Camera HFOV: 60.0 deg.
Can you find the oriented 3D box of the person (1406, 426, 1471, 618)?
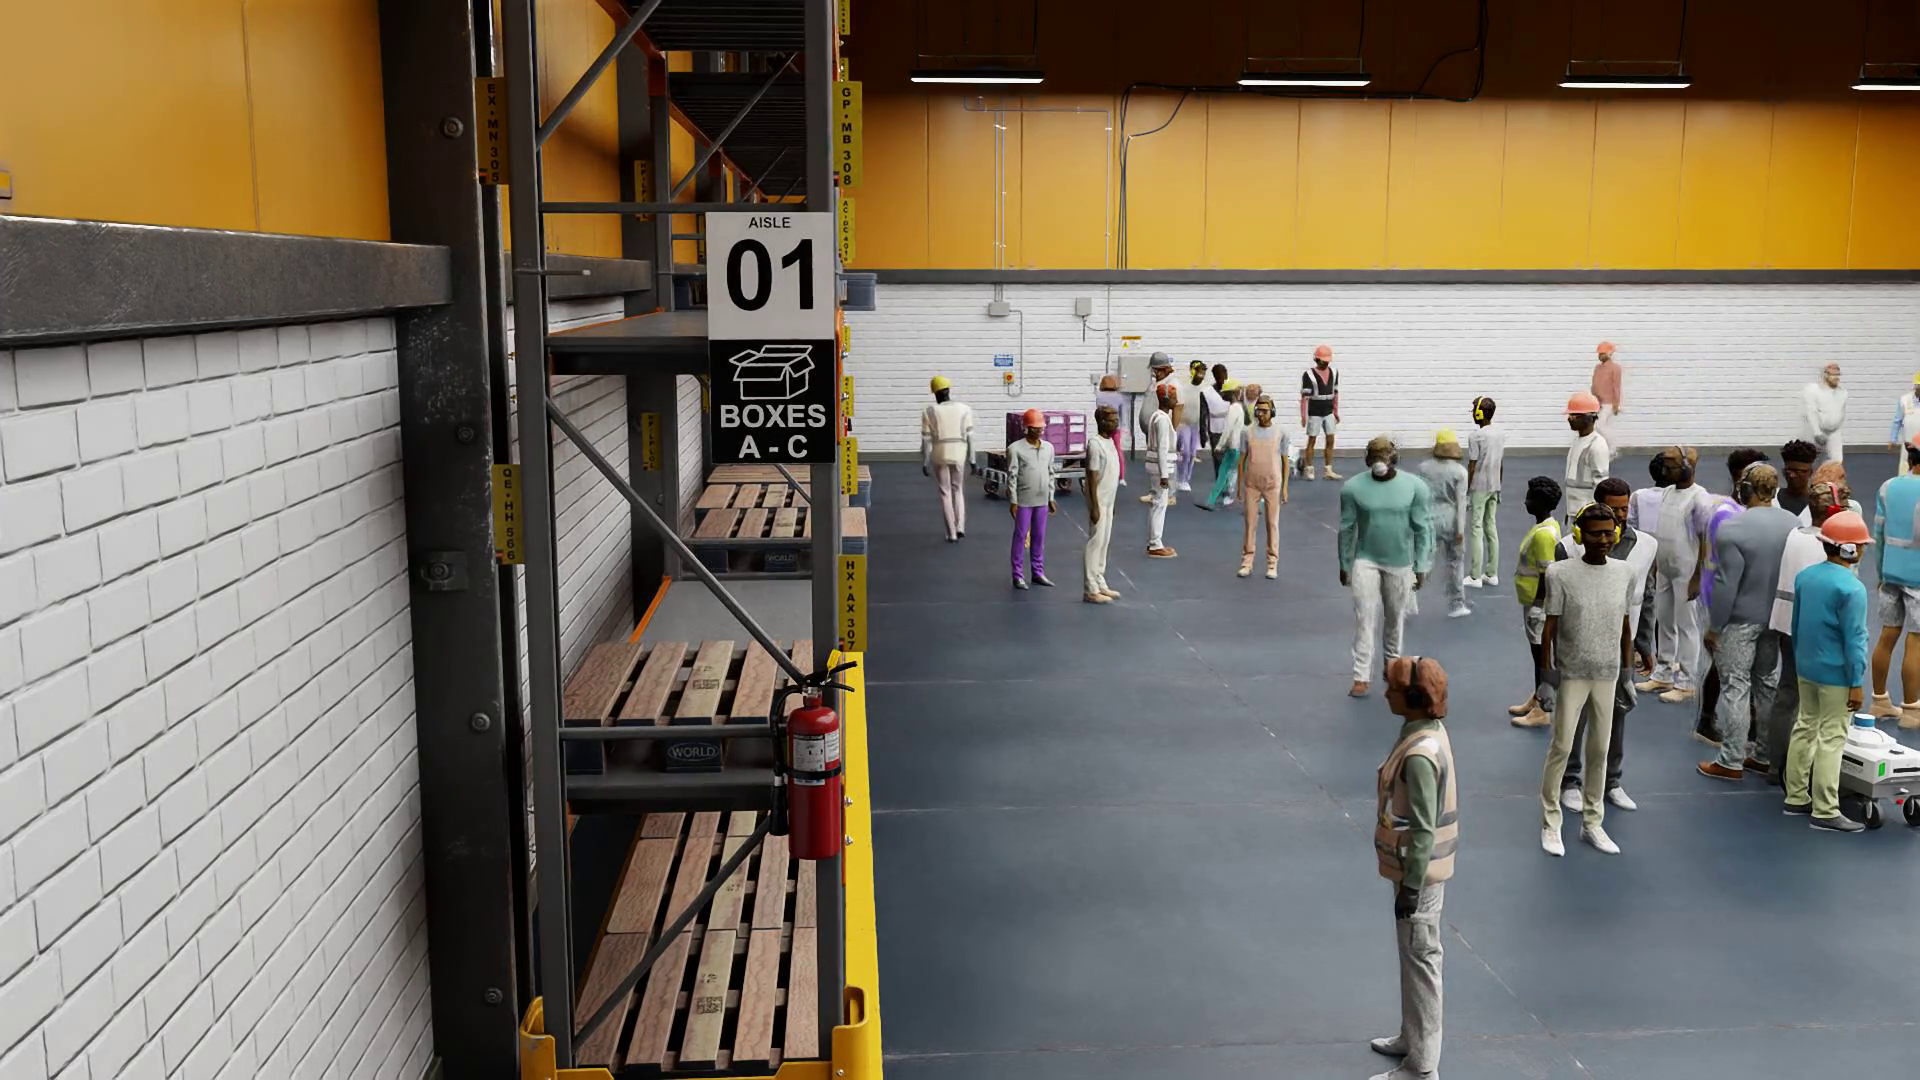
[{"bbox_3d":[4.214,-0.142,14.652,0.490,1.707,0.731,8,12,40],"label":"person"}]

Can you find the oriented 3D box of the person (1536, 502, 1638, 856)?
[{"bbox_3d":[3.288,0.725,8.700,0.532,1.870,0.315,-1,9,-5],"label":"person"}]

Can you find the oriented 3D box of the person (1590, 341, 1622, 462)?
[{"bbox_3d":[10.358,-2.205,26.774,0.439,1.980,0.637,-2,9,-9],"label":"person"}]

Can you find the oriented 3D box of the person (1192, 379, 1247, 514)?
[{"bbox_3d":[3.406,-1.176,21.087,0.873,1.719,0.522,2,9,11],"label":"person"}]

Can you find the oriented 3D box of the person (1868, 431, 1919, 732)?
[{"bbox_3d":[6.393,0.257,11.130,0.404,2.034,0.609,-2,9,-11],"label":"person"}]

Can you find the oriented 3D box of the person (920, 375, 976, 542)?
[{"bbox_3d":[-0.149,-0.931,18.985,0.616,1.901,0.577,-2,9,-11],"label":"person"}]

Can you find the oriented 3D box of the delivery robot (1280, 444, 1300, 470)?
[{"bbox_3d":[4.901,-1.263,25.005,0.477,0.478,0.707,3,9,18],"label":"delivery robot"}]

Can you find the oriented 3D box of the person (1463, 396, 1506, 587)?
[{"bbox_3d":[5.090,-0.466,16.213,0.510,1.862,0.327,-6,11,-33],"label":"person"}]

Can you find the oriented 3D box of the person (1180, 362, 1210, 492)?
[{"bbox_3d":[3.243,-1.573,23.257,0.532,1.827,0.702,-2,9,-11],"label":"person"}]

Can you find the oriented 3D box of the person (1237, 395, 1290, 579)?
[{"bbox_3d":[3.029,-0.530,16.654,0.514,1.843,0.327,3,10,19],"label":"person"}]

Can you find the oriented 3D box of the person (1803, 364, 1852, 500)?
[{"bbox_3d":[11.647,-1.442,22.393,0.638,1.849,1.010,-1,9,-3],"label":"person"}]

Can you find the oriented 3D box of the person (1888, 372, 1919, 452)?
[{"bbox_3d":[12.345,-1.282,21.518,0.838,1.797,0.601,-7,11,-37],"label":"person"}]

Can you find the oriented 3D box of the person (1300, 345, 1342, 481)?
[{"bbox_3d":[5.338,-1.863,24.532,0.645,2.021,0.452,-4,10,-22],"label":"person"}]

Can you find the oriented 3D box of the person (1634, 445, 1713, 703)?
[{"bbox_3d":[5.106,0.238,11.859,0.339,1.838,0.514,-2,9,-12],"label":"person"}]

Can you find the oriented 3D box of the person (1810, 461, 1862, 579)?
[{"bbox_3d":[6.566,0.211,12.666,0.507,1.632,0.264,7,11,36],"label":"person"}]

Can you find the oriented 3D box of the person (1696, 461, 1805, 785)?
[{"bbox_3d":[4.722,0.492,9.943,0.635,1.938,0.359,-3,10,-21],"label":"person"}]

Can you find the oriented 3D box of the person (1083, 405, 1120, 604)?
[{"bbox_3d":[1.320,-0.336,15.438,0.329,1.844,0.509,4,10,23],"label":"person"}]

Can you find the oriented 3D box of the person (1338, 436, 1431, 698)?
[{"bbox_3d":[3.076,0.181,12.096,0.651,1.902,0.704,2,9,14],"label":"person"}]

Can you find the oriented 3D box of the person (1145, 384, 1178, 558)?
[{"bbox_3d":[2.173,-0.744,17.920,0.351,1.878,0.569,1,9,6],"label":"person"}]

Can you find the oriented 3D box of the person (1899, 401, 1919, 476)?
[{"bbox_3d":[9.840,-0.660,16.864,0.697,2.000,0.536,-7,11,-37],"label":"person"}]

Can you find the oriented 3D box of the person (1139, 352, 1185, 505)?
[{"bbox_3d":[2.625,-1.475,21.976,0.535,2.000,0.686,-4,10,-23],"label":"person"}]

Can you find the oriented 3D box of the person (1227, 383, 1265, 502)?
[{"bbox_3d":[3.819,-1.275,22.054,0.514,1.613,0.665,8,12,40],"label":"person"}]

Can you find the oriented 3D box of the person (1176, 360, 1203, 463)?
[{"bbox_3d":[3.712,-2.065,26.799,0.557,1.677,0.415,-9,12,-43],"label":"person"}]

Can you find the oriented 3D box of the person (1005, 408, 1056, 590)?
[{"bbox_3d":[0.701,-0.403,16.142,0.562,1.752,0.324,-6,11,-35],"label":"person"}]

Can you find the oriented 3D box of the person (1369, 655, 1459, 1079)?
[{"bbox_3d":[1.696,1.235,6.217,0.310,1.638,0.522,3,9,16],"label":"person"}]

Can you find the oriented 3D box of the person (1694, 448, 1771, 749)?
[{"bbox_3d":[5.004,0.397,10.576,0.686,1.929,0.629,-8,12,-40],"label":"person"}]

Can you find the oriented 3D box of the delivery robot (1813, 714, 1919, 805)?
[{"bbox_3d":[5.084,1.226,9.378,0.477,0.478,0.707,-2,9,-11],"label":"delivery robot"}]

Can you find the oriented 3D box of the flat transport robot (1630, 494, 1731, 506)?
[{"bbox_3d":[9.148,-0.456,21.116,1.431,0.197,0.652,1,9,5],"label":"flat transport robot"}]

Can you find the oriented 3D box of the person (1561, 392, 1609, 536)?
[{"bbox_3d":[5.330,-0.254,14.308,0.392,2.041,0.615,0,9,1],"label":"person"}]

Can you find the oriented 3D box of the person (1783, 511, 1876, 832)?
[{"bbox_3d":[4.800,0.709,9.146,0.329,1.753,0.575,-1,9,-4],"label":"person"}]

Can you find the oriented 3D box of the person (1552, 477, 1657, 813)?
[{"bbox_3d":[3.635,0.588,9.446,0.588,1.912,0.387,-1,9,-7],"label":"person"}]

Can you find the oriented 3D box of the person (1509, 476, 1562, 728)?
[{"bbox_3d":[3.893,0.413,11.201,0.316,1.696,0.540,3,9,17],"label":"person"}]

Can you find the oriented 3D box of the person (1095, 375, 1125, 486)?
[{"bbox_3d":[2.148,-1.591,24.129,0.531,1.584,0.856,-5,10,-28],"label":"person"}]

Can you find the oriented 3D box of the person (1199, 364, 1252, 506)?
[{"bbox_3d":[3.536,-1.374,21.903,0.721,1.866,0.895,-3,9,-17],"label":"person"}]

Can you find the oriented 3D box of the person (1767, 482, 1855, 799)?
[{"bbox_3d":[4.955,0.575,9.711,0.392,1.846,0.564,-2,9,-10],"label":"person"}]

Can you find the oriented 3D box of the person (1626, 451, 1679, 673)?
[{"bbox_3d":[5.347,0.168,12.737,0.315,1.696,0.541,-6,11,-31],"label":"person"}]
